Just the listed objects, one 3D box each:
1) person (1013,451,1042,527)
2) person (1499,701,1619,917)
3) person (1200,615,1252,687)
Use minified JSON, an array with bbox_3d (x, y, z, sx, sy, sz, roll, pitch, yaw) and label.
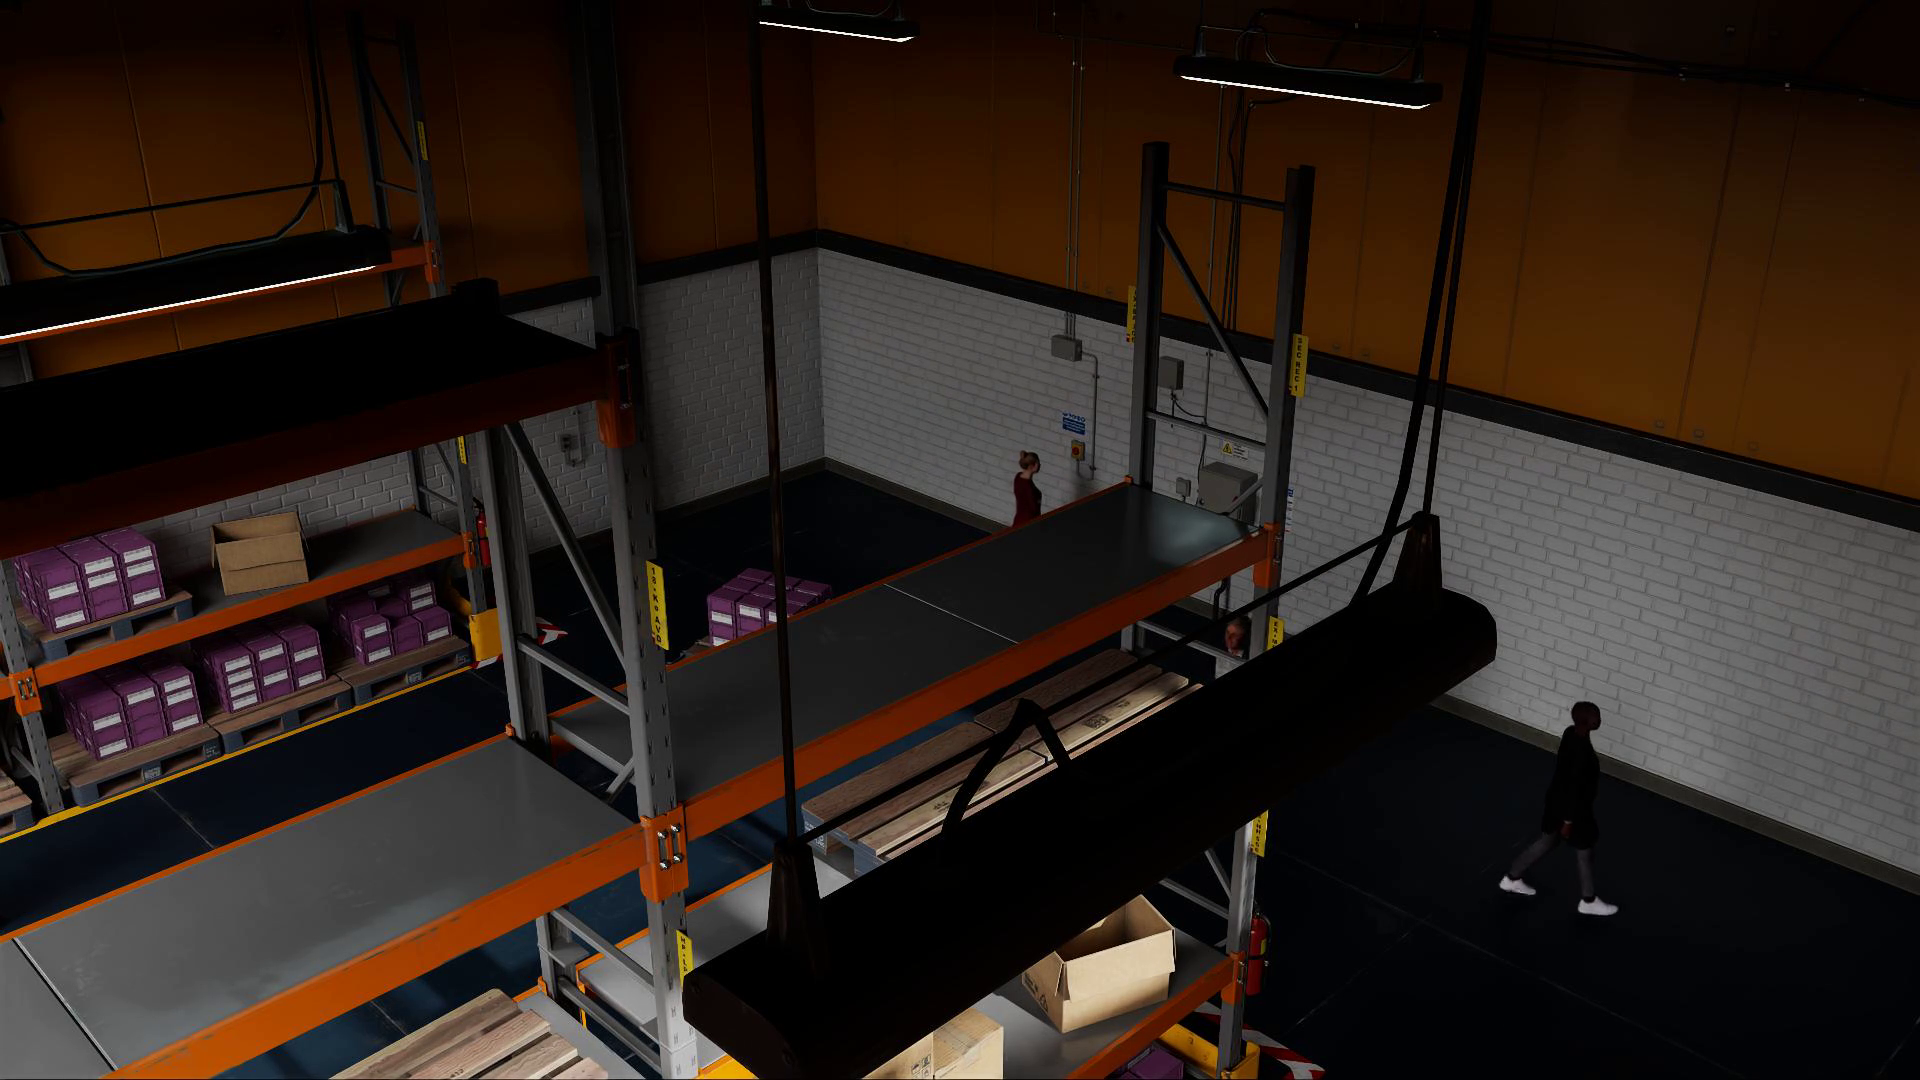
[{"bbox_3d":[0.668,-0.137,17.140,0.676,1.698,0.711,-8,25,-17],"label":"person"},{"bbox_3d":[4.405,1.971,12.283,1.115,1.726,1.121,3,24,8],"label":"person"},{"bbox_3d":[2.282,1.393,13.558,1.229,1.764,0.749,-18,29,-35],"label":"person"}]
